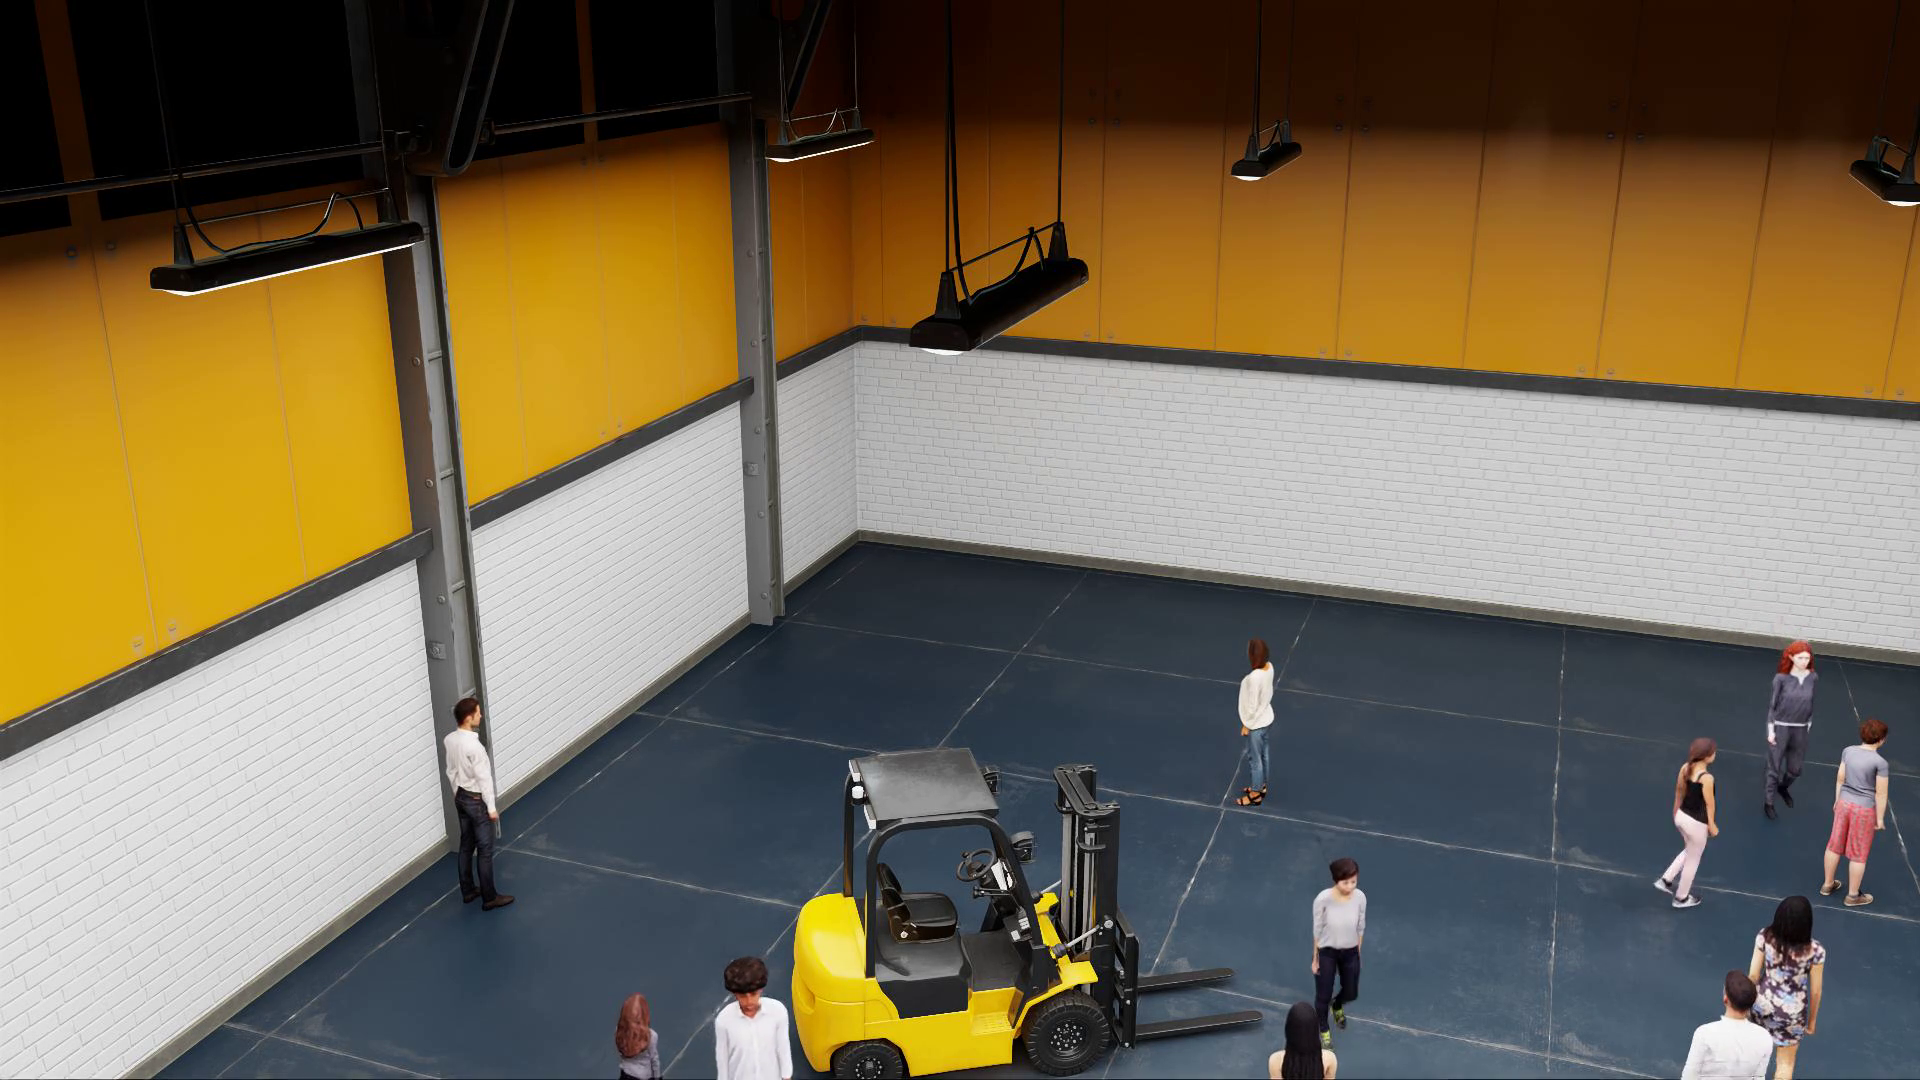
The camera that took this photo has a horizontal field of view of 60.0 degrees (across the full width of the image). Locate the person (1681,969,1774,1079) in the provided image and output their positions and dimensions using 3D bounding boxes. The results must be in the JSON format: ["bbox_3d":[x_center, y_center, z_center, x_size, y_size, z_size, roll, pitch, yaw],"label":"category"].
[{"bbox_3d":[4.621,3.504,10.106,0.796,1.853,1.181,2,19,7],"label":"person"}]

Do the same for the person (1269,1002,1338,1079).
[{"bbox_3d":[2.037,3.574,10.021,0.773,1.775,0.802,-1,19,-3],"label":"person"}]

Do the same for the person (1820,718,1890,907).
[{"bbox_3d":[7.573,2.282,14.051,0.714,1.651,0.673,-11,21,-29],"label":"person"}]

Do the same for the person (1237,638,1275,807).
[{"bbox_3d":[2.822,1.706,15.717,0.706,1.679,0.531,10,21,28],"label":"person"}]

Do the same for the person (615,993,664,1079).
[{"bbox_3d":[-2.181,3.564,11.118,0.493,1.093,0.490,5,19,14],"label":"person"}]

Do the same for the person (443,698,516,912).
[{"bbox_3d":[-4.078,2.207,13.935,0.721,1.867,0.653,14,23,35],"label":"person"}]

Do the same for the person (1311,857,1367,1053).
[{"bbox_3d":[2.728,2.972,12.177,0.682,1.540,0.751,-2,19,-5],"label":"person"}]

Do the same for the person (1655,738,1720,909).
[{"bbox_3d":[6.082,2.380,13.917,0.714,1.552,0.667,-4,19,-10],"label":"person"}]

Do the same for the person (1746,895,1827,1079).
[{"bbox_3d":[5.519,3.189,11.214,0.737,1.743,0.915,13,22,33],"label":"person"}]

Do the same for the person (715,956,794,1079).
[{"bbox_3d":[-1.310,3.399,10.509,0.922,1.794,1.041,-5,19,-14],"label":"person"}]

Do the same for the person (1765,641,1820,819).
[{"bbox_3d":[7.674,1.731,15.506,0.650,1.767,0.685,1,19,2],"label":"person"}]
